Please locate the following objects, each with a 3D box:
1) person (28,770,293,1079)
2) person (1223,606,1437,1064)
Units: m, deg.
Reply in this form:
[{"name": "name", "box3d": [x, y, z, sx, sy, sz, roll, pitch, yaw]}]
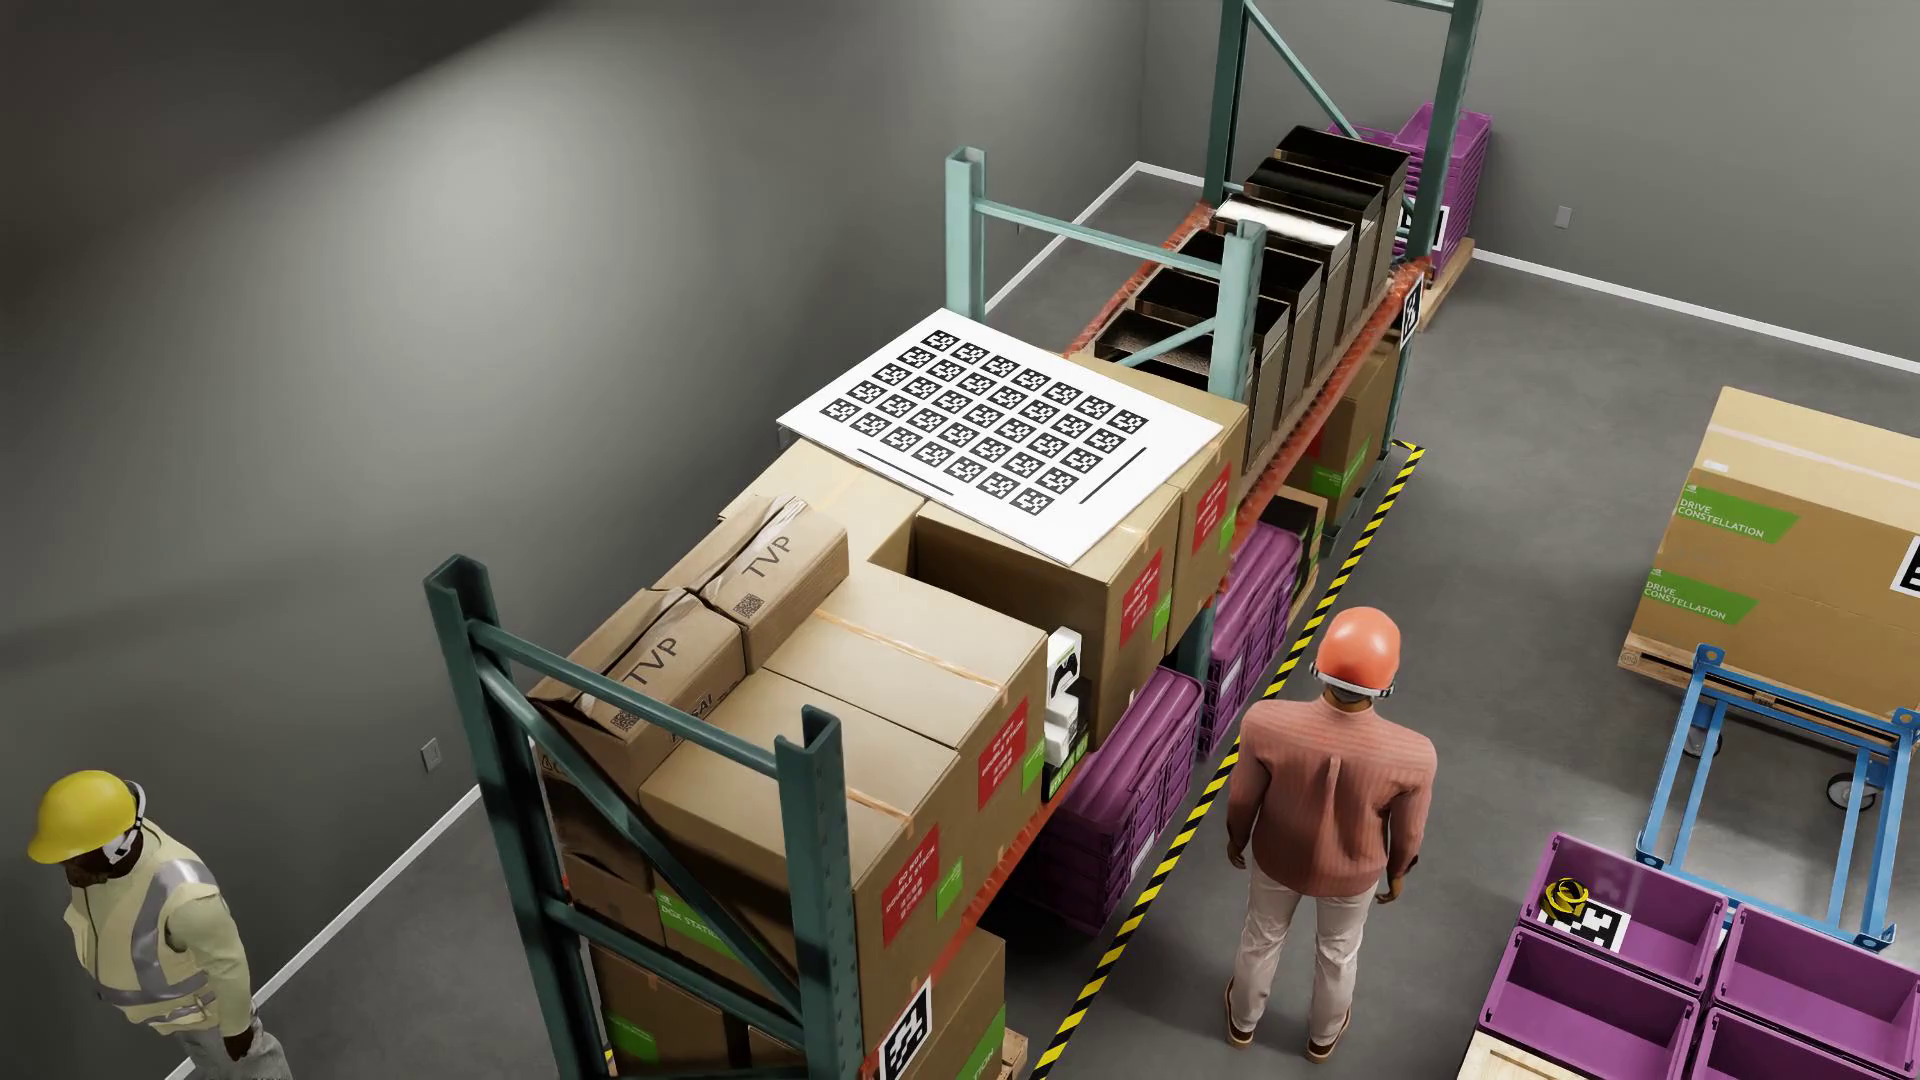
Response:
[{"name": "person", "box3d": [-2.386, 1.345, 5.074, 0.591, 1.834, 0.404, 23, 45, 25]}, {"name": "person", "box3d": [1.155, 0.994, 5.369, 0.611, 1.995, 0.380, 10, 41, 12]}]
